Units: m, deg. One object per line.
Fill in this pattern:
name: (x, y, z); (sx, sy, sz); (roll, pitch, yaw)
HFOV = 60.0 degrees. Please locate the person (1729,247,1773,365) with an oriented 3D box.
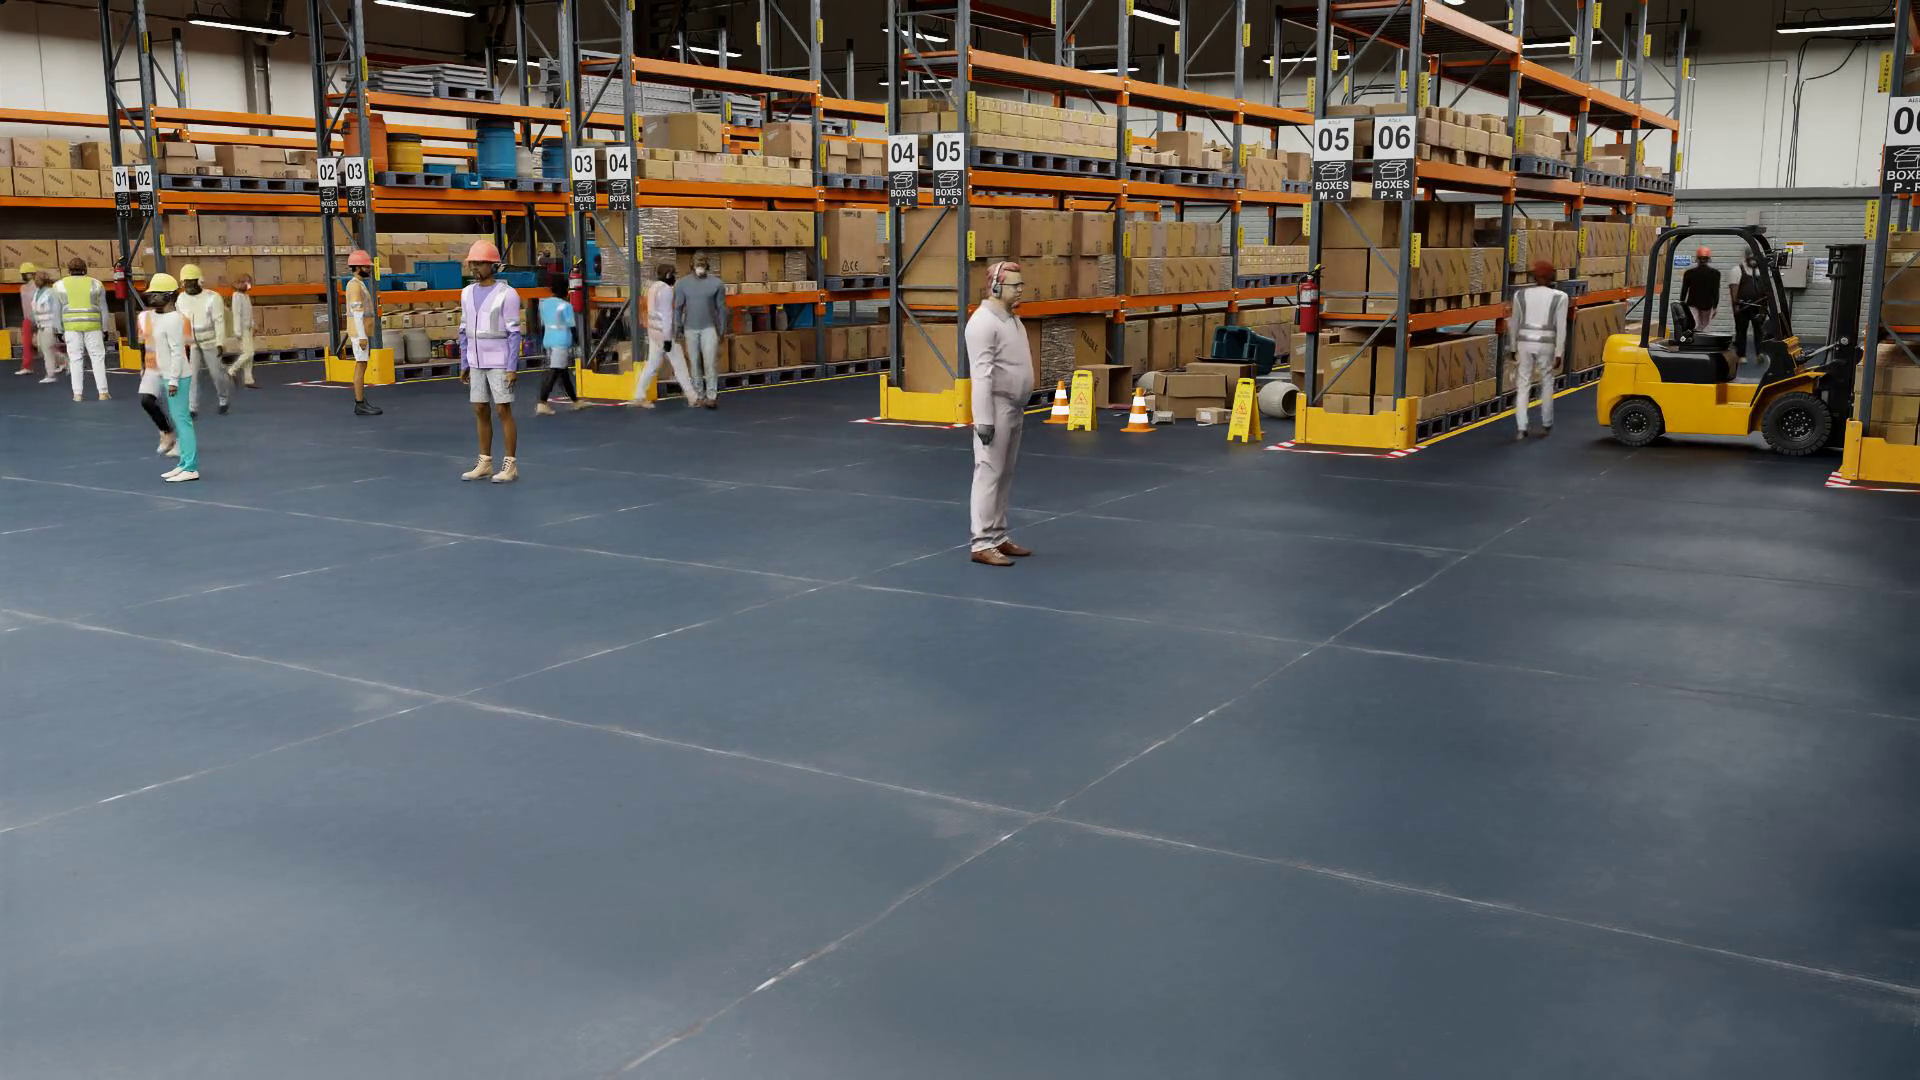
person: (13.147, -3.917, 27.627); (0.691, 2.000, 1.018); (3, 11, 15)

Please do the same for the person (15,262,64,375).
person: (-14.368, -3.456, 25.910); (0.530, 1.731, 0.852); (3, 11, 19)

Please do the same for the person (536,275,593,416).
person: (-4.720, -2.298, 19.659); (0.549, 1.645, 0.889); (9, 14, 41)

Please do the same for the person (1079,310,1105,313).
person: (2.184, -3.869, 27.489); (0.393, 1.995, 0.612); (-8, 13, -40)

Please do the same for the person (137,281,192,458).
person: (-7.485, -1.607, 15.666); (0.555, 1.682, 0.374); (1, 10, 6)

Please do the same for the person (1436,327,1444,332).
person: (9.617, -4.958, 34.214); (0.619, 1.790, 0.988); (-7, 12, -33)

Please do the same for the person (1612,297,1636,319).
person: (12.474, -4.525, 31.382); (0.648, 1.916, 0.564); (-8, 13, -38)

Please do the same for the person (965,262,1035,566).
person: (0.272, -0.801, 10.553); (0.403, 1.906, 0.652); (4, 11, 20)

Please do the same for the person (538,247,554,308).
person: (-7.916, -4.636, 31.944); (0.377, 1.940, 0.628); (-9, 14, -43)

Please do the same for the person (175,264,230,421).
person: (-8.778, -2.298, 19.289); (0.589, 1.792, 0.909); (-1, 10, -7)

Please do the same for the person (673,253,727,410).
person: (-3.172, -2.535, 20.274); (0.649, 1.902, 0.805); (-1, 10, -3)

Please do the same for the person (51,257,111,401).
person: (-11.303, -2.710, 21.424); (0.624, 1.844, 0.430); (-5, 11, -24)

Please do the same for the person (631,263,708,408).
person: (-3.629, -2.503, 20.449); (0.963, 1.793, 0.639); (-6, 12, -28)

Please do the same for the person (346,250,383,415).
person: (-7.058, -2.444, 19.663); (0.361, 1.939, 0.542); (-3, 11, -19)

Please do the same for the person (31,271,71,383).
person: (-13.239, -3.106, 24.231); (0.524, 1.624, 0.544); (7, 12, 33)

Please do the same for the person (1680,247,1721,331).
person: (12.742, -4.056, 28.669); (0.612, 1.963, 0.932); (5, 11, 25)

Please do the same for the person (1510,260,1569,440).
person: (6.026, -1.977, 17.328); (0.595, 1.837, 0.973); (6, 12, 29)

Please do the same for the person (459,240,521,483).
person: (-3.994, -1.502, 14.087); (0.607, 2.048, 0.369); (5, 11, 24)

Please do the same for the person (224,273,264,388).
person: (-9.971, -2.901, 23.122); (0.394, 1.620, 0.500); (-1, 10, -7)

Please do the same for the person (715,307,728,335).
person: (-4.088, -3.797, 27.398); (0.647, 1.889, 0.584); (7, 12, 35)

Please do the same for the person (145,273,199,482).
person: (-6.712, -1.377, 14.173); (0.312, 1.769, 0.522); (-6, 12, -29)

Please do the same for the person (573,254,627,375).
person: (-5.238, -3.310, 24.739); (0.996, 1.862, 0.601); (-5, 11, -25)
